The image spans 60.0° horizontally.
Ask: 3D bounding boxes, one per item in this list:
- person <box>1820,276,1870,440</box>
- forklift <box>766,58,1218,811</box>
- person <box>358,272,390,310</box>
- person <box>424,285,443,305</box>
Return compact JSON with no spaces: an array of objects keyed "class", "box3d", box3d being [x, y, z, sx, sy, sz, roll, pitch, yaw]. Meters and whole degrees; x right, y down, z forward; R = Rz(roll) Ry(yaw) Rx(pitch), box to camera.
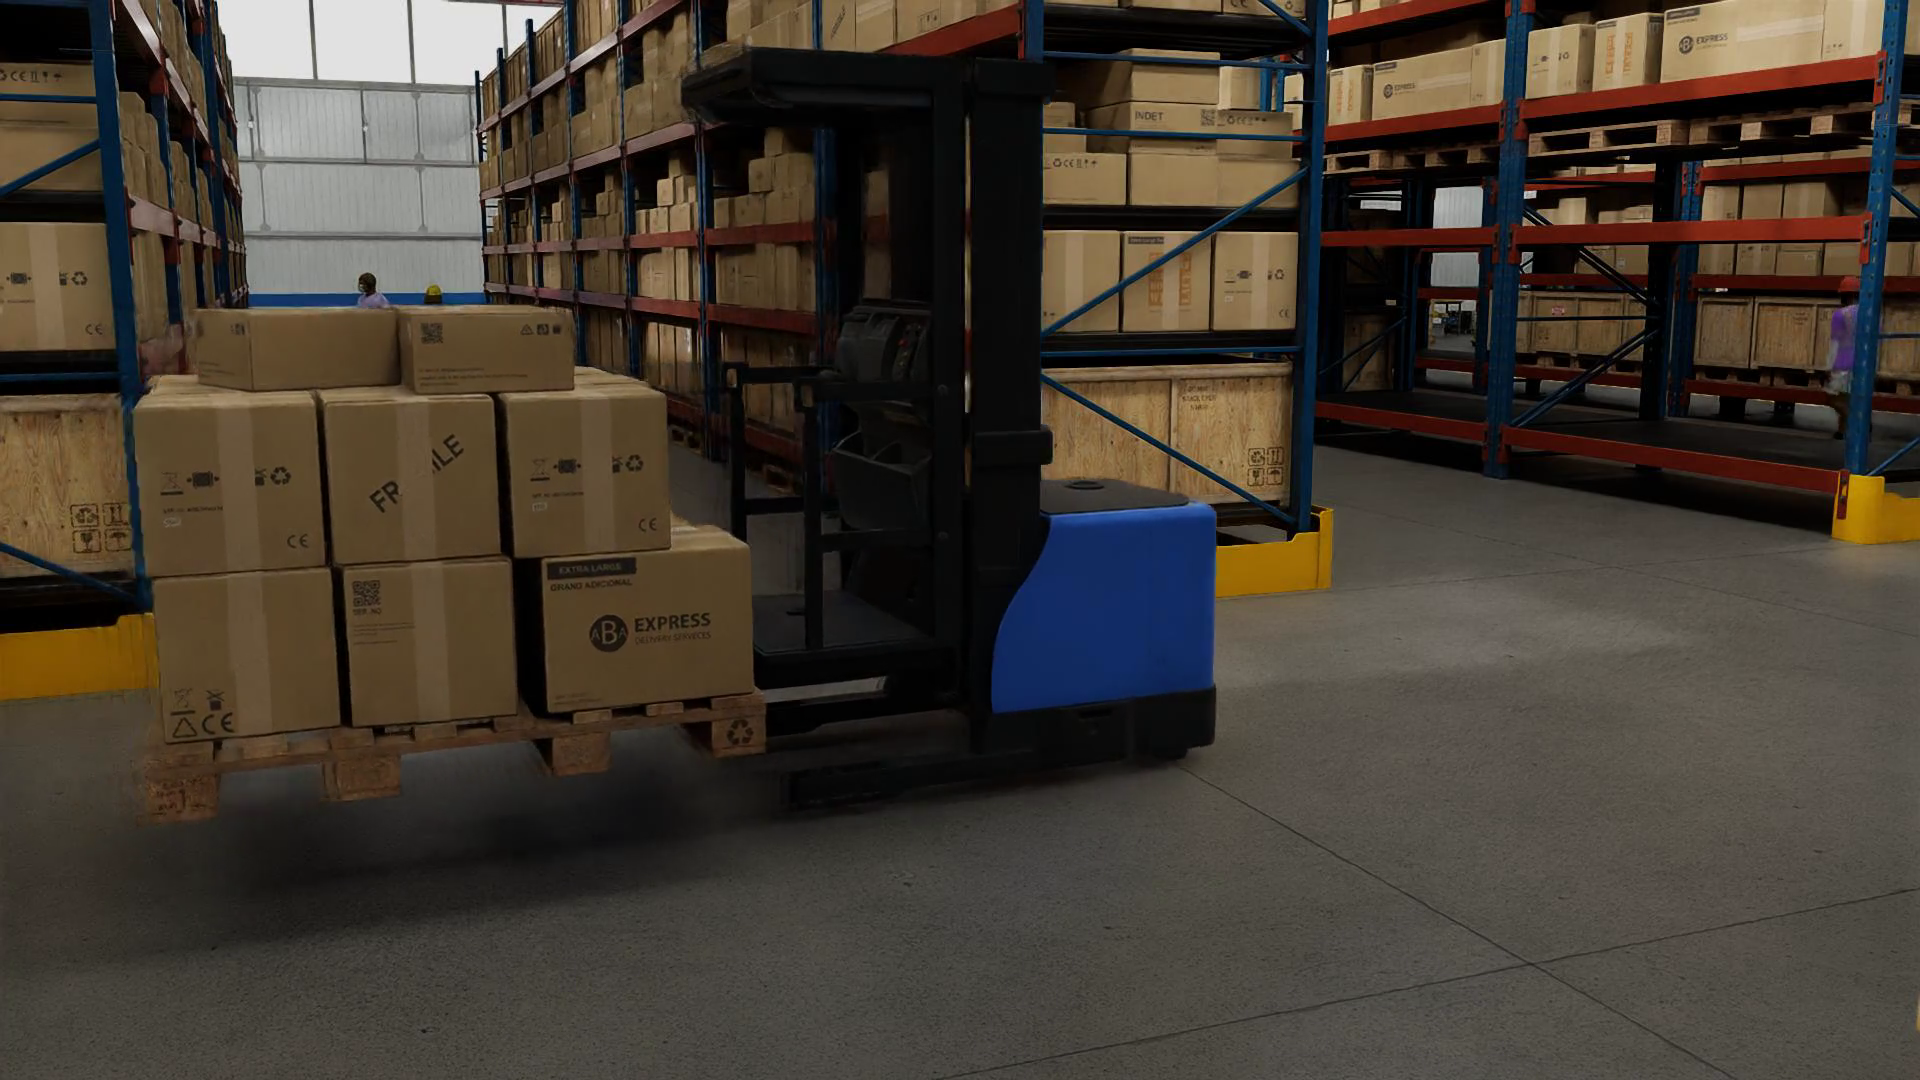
[{"class":"person","box3d":[9.802,-1.938,18.328,0.570,1.925,0.549,-4,10,-22]},{"class":"forklift","box3d":[0.038,-0.493,6.816,1.873,2.768,1.129,-4,10,-23]},{"class":"person","box3d":[-8.113,-2.726,23.017,0.628,1.936,0.377,7,12,36]},{"class":"person","box3d":[-7.748,-2.894,24.597,0.486,1.744,0.294,4,10,24]}]
